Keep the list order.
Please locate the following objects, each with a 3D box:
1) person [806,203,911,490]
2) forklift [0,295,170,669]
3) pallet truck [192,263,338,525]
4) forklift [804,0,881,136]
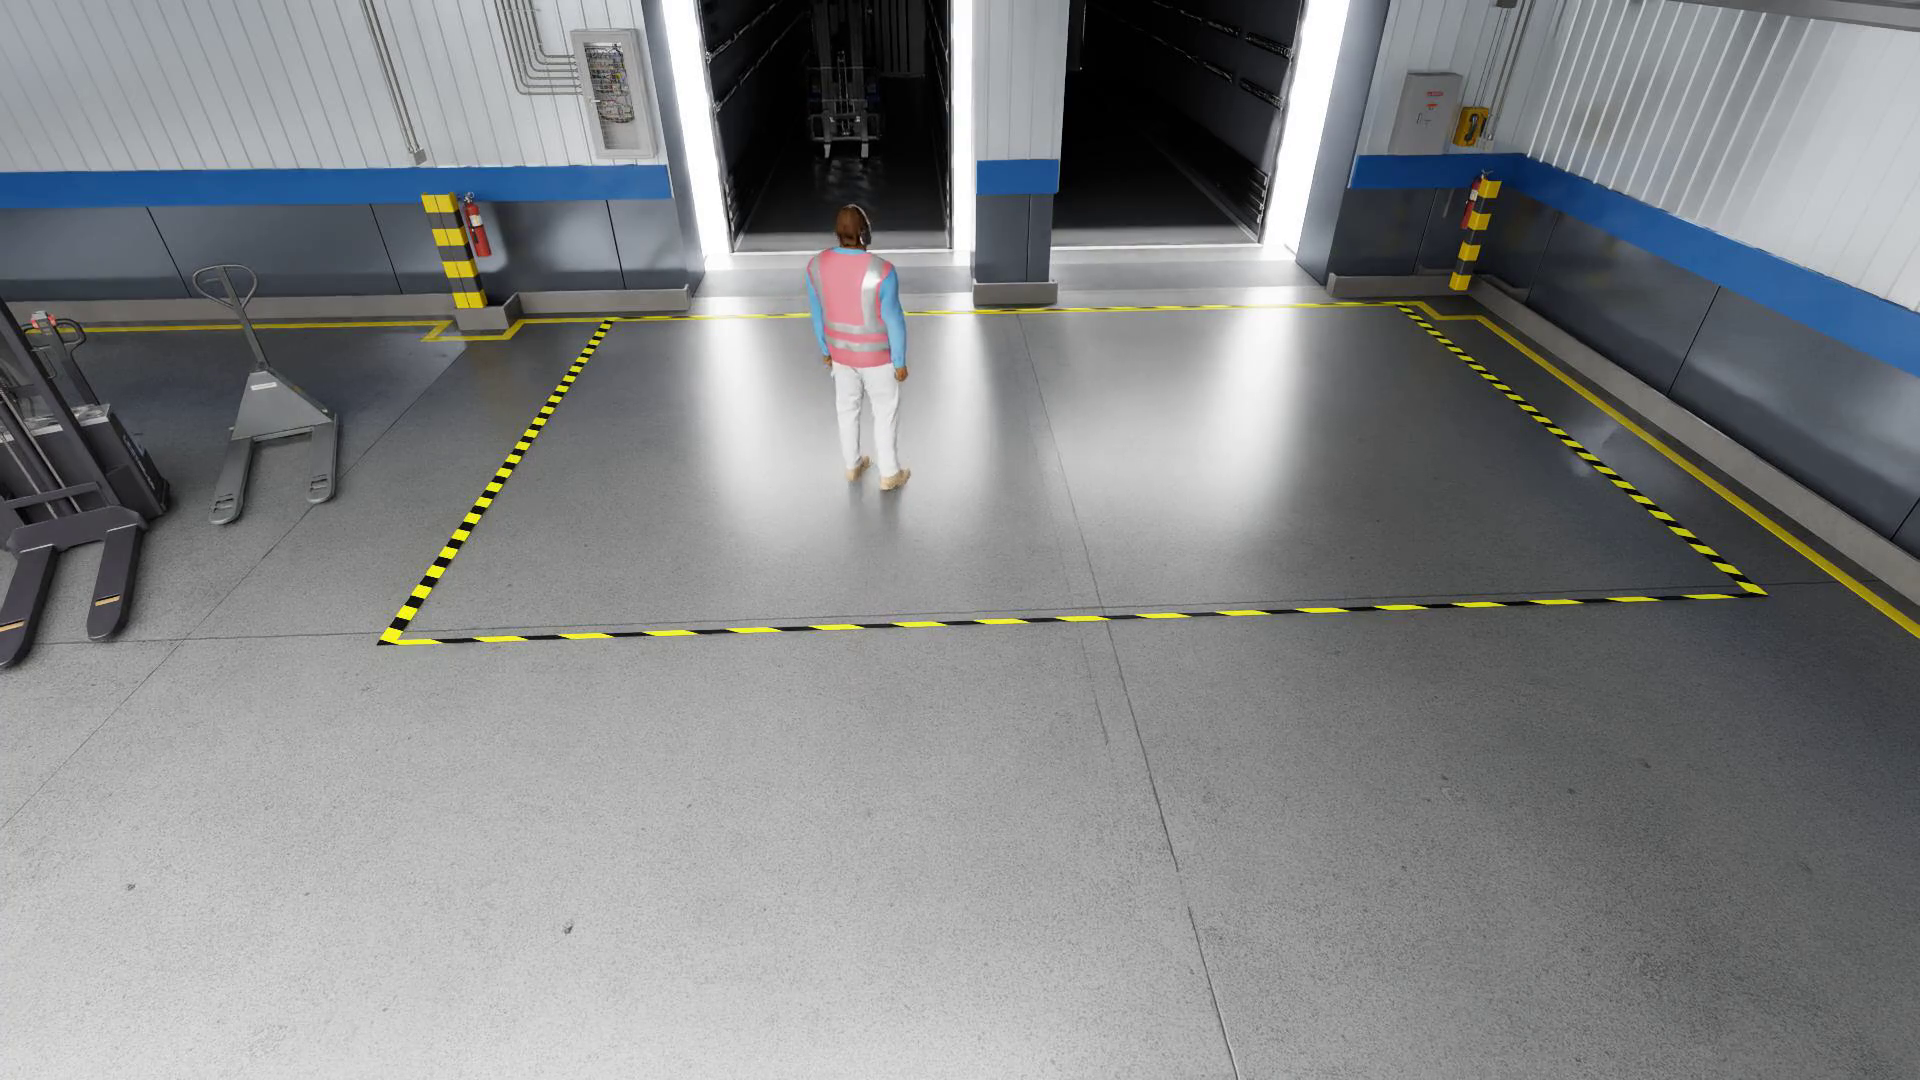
[{"bbox_3d":[-0.619,-1.183,5.831,0.645,1.836,0.429,14,37,19],"label":"person"},{"bbox_3d":[-5.212,-0.618,4.878,0.823,1.965,1.885,-20,39,-26],"label":"forklift"},{"bbox_3d":[-4.778,-1.027,6.128,0.680,1.201,1.601,-17,38,-23],"label":"pallet truck"},{"bbox_3d":[-1.900,-7.865,14.979,1.157,2.036,2.680,-3,35,-4],"label":"forklift"}]
